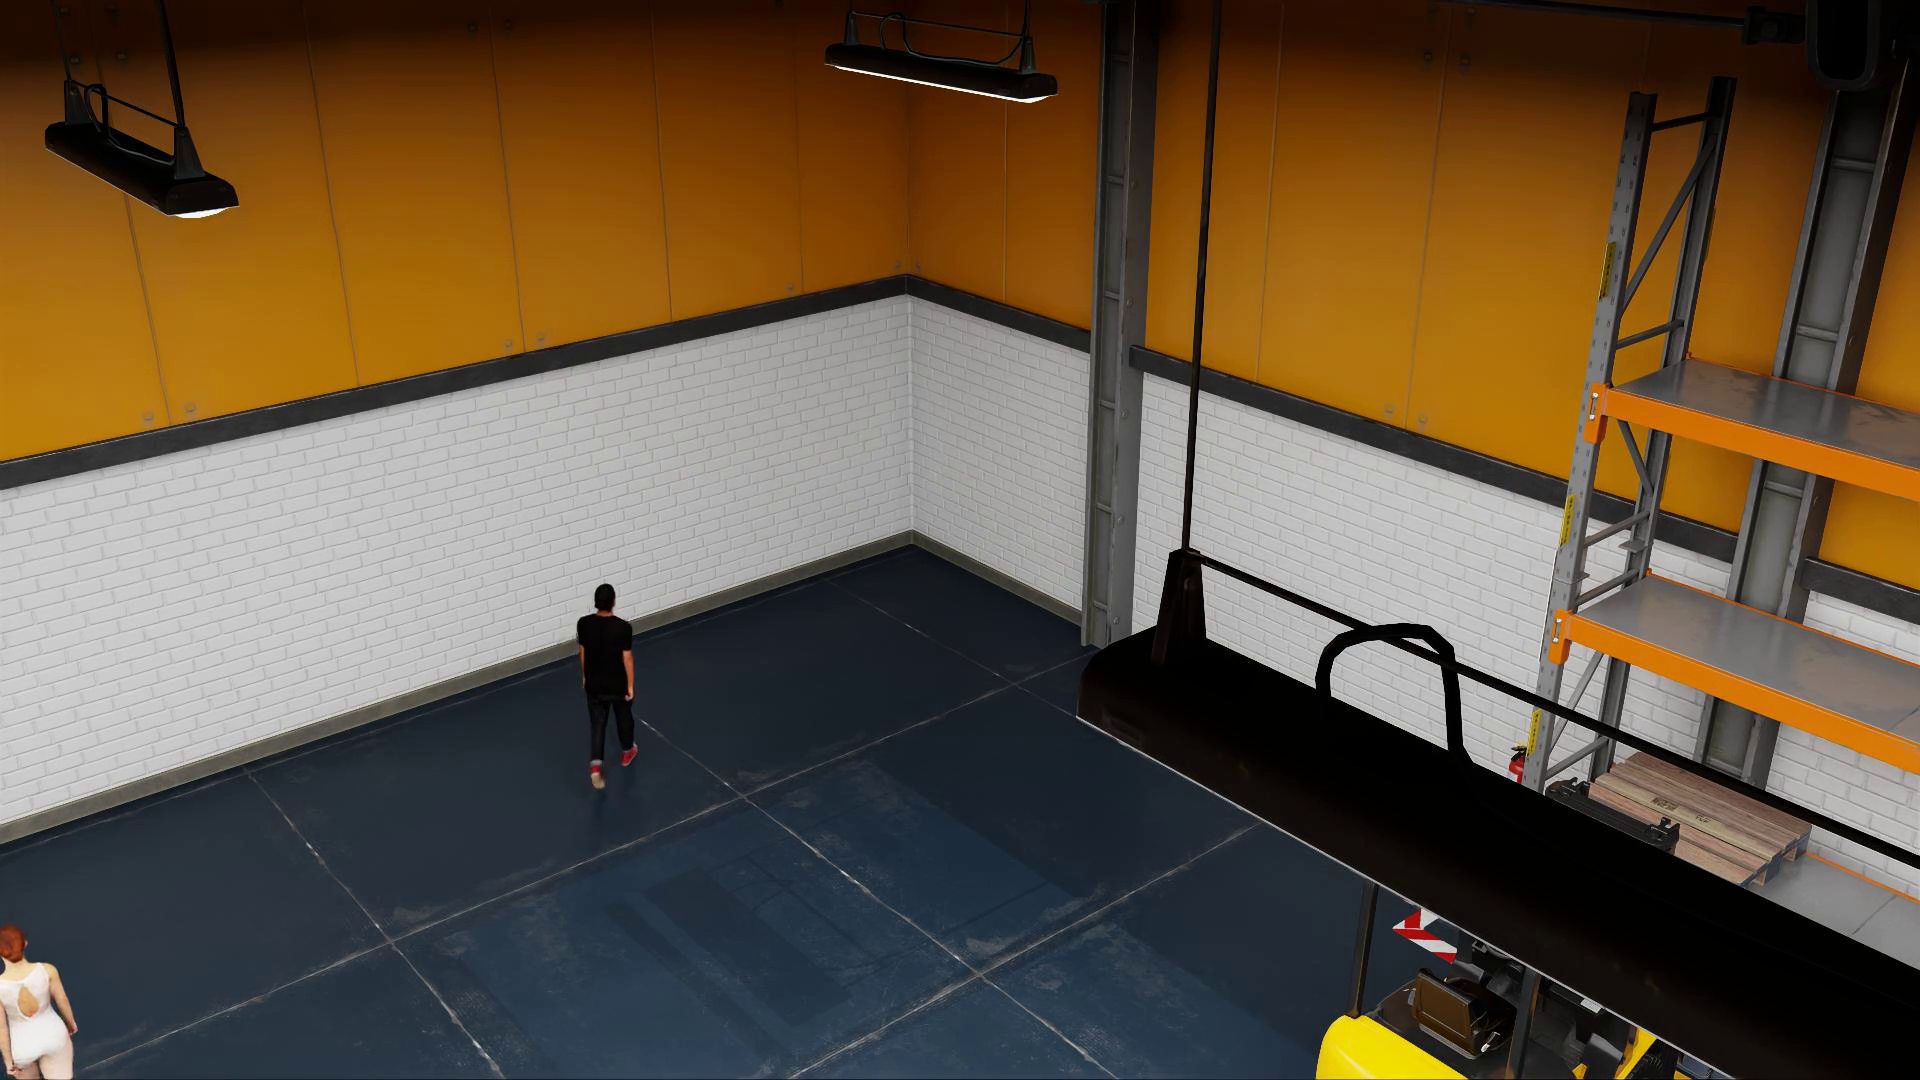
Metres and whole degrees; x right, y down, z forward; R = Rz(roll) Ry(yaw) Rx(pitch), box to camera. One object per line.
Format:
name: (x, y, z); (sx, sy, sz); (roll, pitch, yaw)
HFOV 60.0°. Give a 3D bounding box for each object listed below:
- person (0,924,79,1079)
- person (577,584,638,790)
person: (-5.339, 3.002, 9.677); (0.587, 1.598, 1.026); (-17, 29, -34)
person: (-2.911, 1.204, 13.617); (1.062, 1.736, 1.144); (1, 24, 3)
